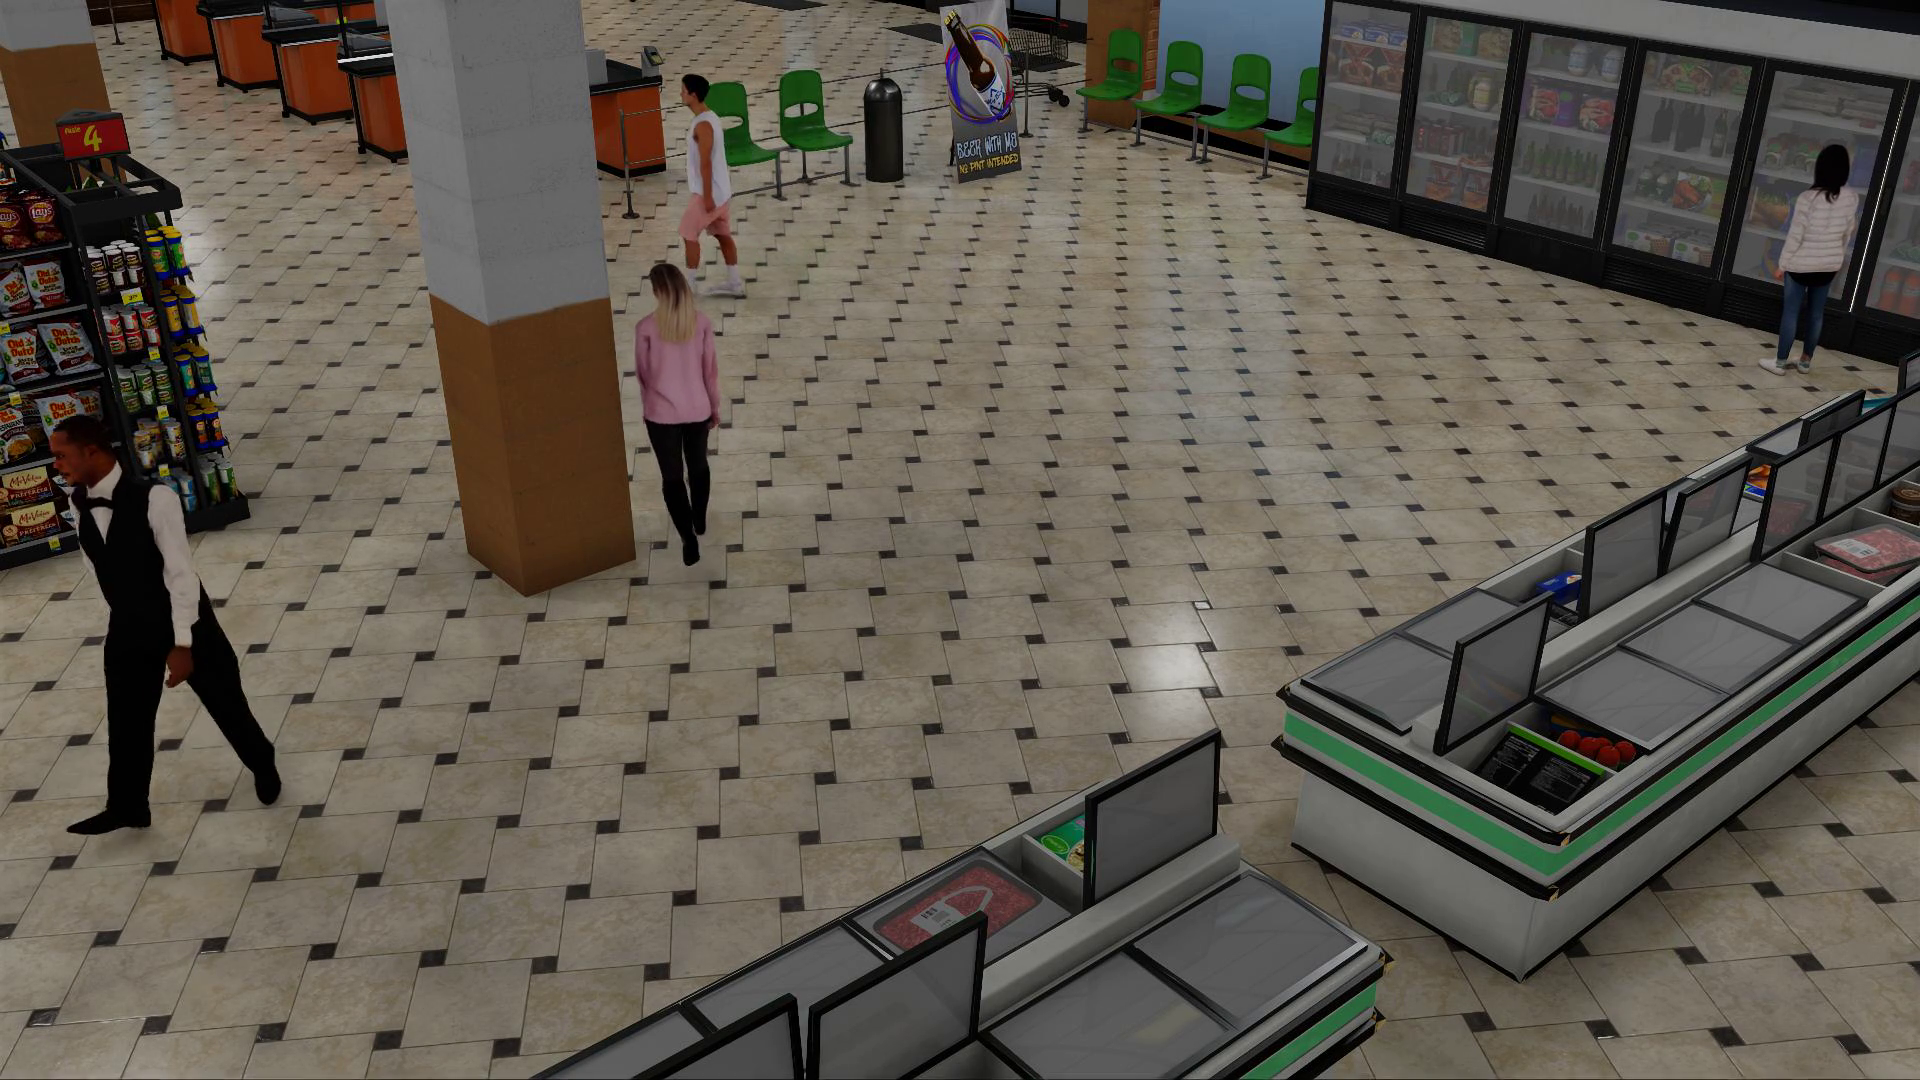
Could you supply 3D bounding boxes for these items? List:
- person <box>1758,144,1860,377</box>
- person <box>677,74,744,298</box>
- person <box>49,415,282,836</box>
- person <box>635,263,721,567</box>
[{"bbox_3d":[6.003,-1.960,11.710,0.669,1.635,0.764,-2,27,-5],"label":"person"},{"bbox_3d":[-1.900,-2.761,13.149,1.024,1.763,0.962,2,27,4],"label":"person"},{"bbox_3d":[-3.273,0.320,6.940,1.099,1.884,1.181,2,27,5],"label":"person"},{"bbox_3d":[-1.532,-0.664,9.131,1.057,1.657,0.884,-9,28,-17],"label":"person"}]
